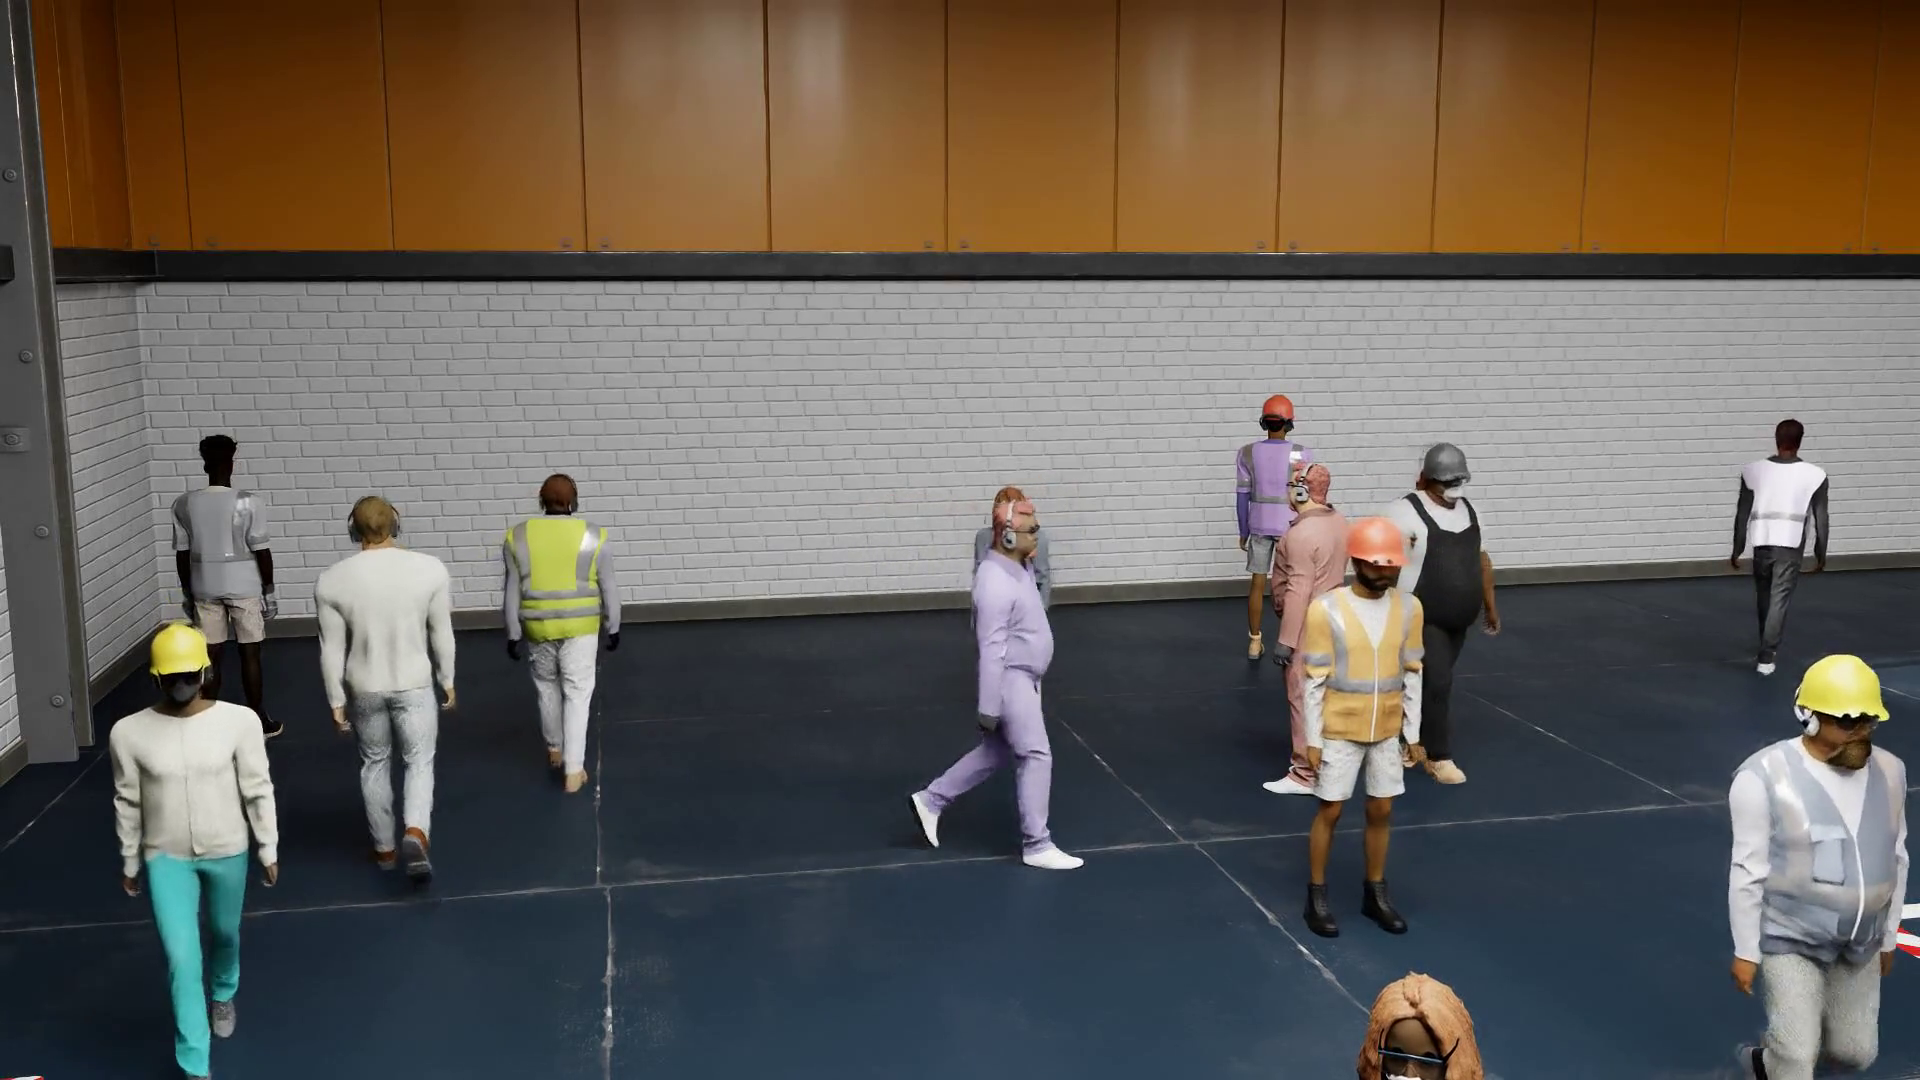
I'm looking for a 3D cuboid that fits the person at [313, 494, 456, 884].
[{"bbox_3d":[-2.783,0.733,8.105,0.636,1.916,0.765,-3,10,-17],"label":"person"}]

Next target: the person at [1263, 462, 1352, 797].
[{"bbox_3d":[1.970,0.504,9.511,0.406,1.911,0.636,7,12,36],"label":"person"}]

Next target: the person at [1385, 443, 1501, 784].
[{"bbox_3d":[2.850,0.400,9.737,0.816,2.000,0.760,-5,11,-29],"label":"person"}]

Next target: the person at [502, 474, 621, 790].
[{"bbox_3d":[-2.319,0.503,9.818,0.651,1.807,0.866,0,9,-3],"label":"person"}]

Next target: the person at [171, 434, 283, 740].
[{"bbox_3d":[-4.622,0.310,10.510,0.612,1.965,0.361,0,9,0],"label":"person"}]

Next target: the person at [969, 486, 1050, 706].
[{"bbox_3d":[0.325,0.455,10.684,0.504,1.621,0.407,4,10,25],"label":"person"}]

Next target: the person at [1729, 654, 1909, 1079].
[{"bbox_3d":[2.727,1.232,5.353,0.599,1.813,0.620,-1,9,-7],"label":"person"}]

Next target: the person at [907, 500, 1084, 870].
[{"bbox_3d":[0.175,0.716,8.329,0.831,1.873,0.635,1,9,4],"label":"person"}]

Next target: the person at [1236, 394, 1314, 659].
[{"bbox_3d":[2.408,-0.090,12.704,0.607,2.048,0.365,4,10,25],"label":"person"}]

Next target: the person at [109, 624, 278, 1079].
[{"bbox_3d":[-2.836,1.139,6.197,0.534,1.724,0.890,-5,10,-27],"label":"person"}]

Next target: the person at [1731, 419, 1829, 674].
[{"bbox_3d":[6.188,0.028,12.518,0.619,1.866,1.013,7,11,35],"label":"person"}]

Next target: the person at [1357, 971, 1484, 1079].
[{"bbox_3d":[0.898,1.651,3.349,0.509,1.632,0.269,3,10,17],"label":"person"}]

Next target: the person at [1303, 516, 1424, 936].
[{"bbox_3d":[1.807,0.841,7.427,0.556,1.925,0.418,-2,9,-10],"label":"person"}]
